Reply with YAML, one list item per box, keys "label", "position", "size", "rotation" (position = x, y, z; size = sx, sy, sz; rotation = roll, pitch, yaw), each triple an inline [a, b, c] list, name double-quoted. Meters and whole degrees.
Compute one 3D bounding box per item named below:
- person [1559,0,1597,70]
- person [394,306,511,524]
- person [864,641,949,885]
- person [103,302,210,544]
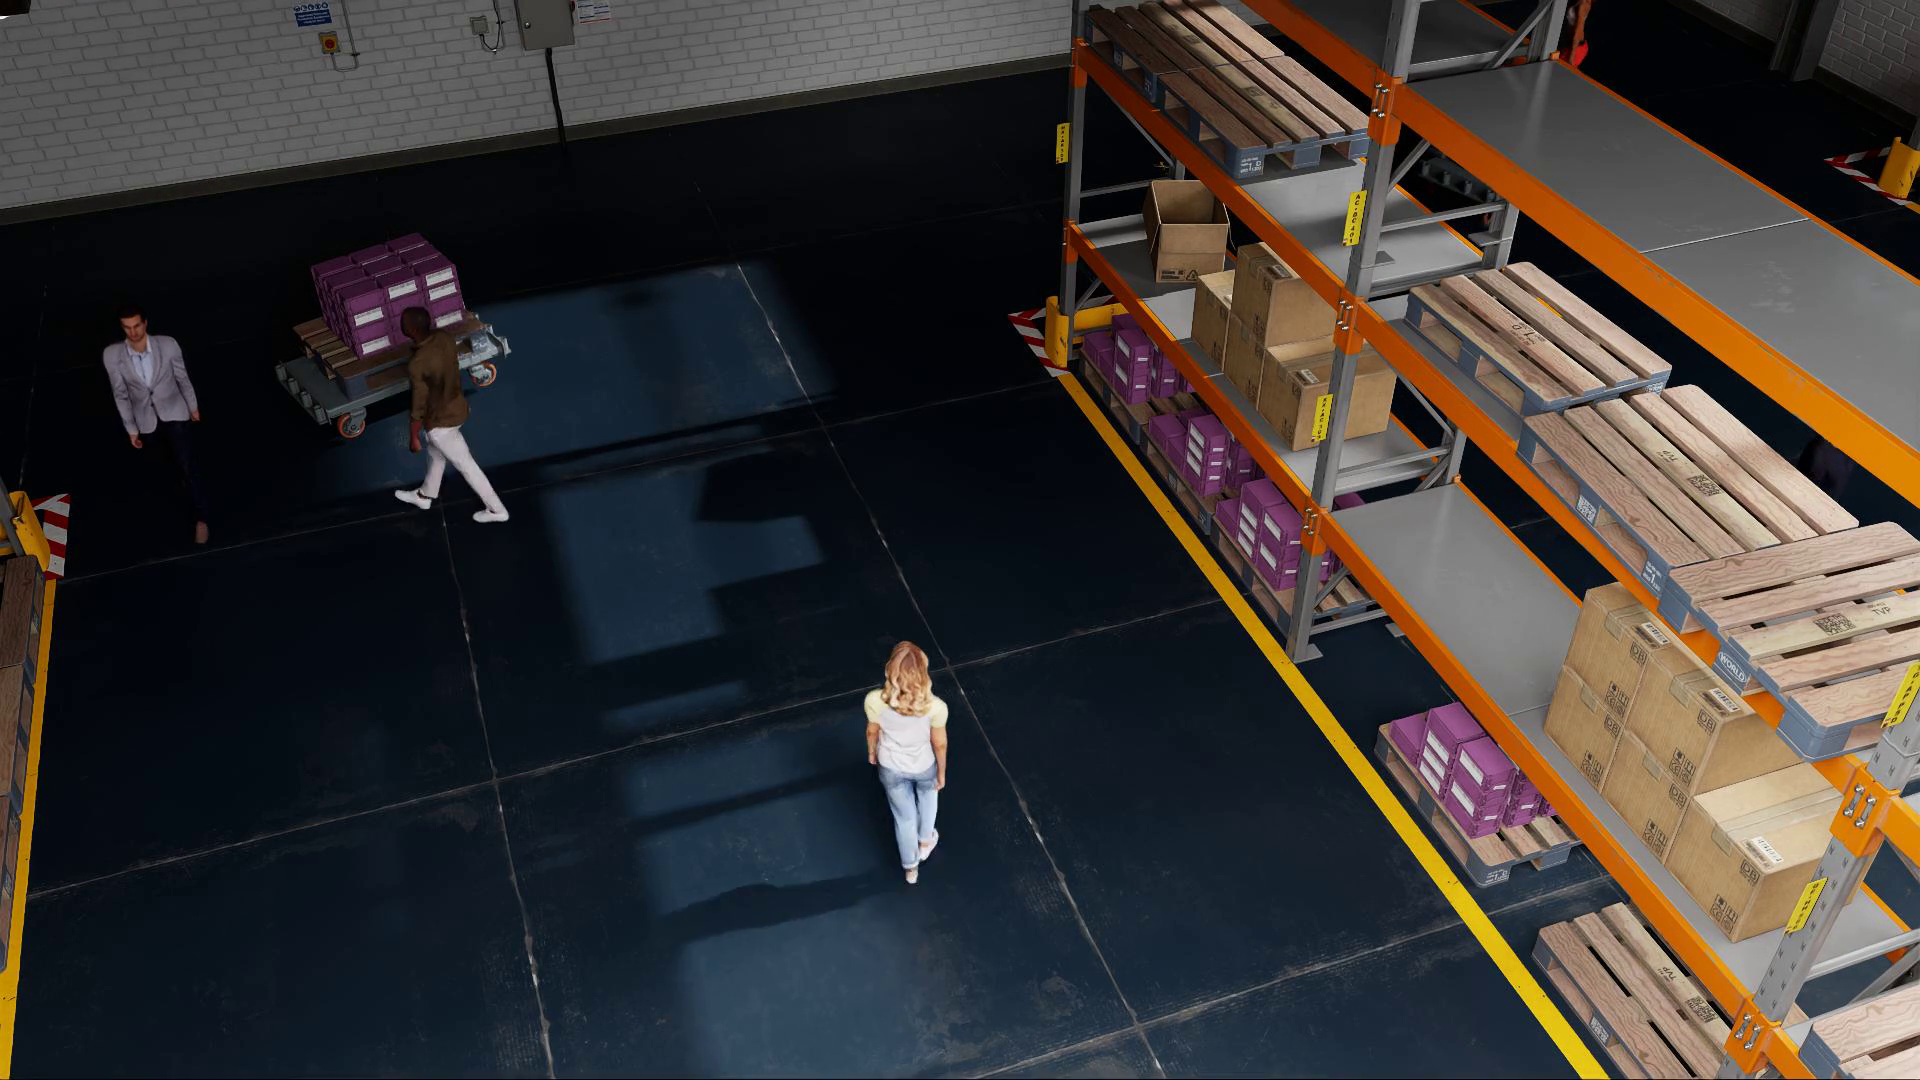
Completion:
- label: "person"
  position: [6.333, -4.957, 16.981]
  size: [0.797, 1.777, 0.732]
  rotation: [15, 41, 18]
- label: "person"
  position: [-3.590, -0.837, 11.817]
  size: [1.125, 1.784, 1.197]
  rotation: [4, 39, 4]
- label: "person"
  position: [-0.300, 1.305, 9.191]
  size: [0.724, 1.712, 0.759]
  rotation: [1, 39, 1]
- label: "person"
  position: [-5.720, -0.930, 11.904]
  size: [0.706, 1.819, 1.196]
  rotation: [-10, 40, -12]
